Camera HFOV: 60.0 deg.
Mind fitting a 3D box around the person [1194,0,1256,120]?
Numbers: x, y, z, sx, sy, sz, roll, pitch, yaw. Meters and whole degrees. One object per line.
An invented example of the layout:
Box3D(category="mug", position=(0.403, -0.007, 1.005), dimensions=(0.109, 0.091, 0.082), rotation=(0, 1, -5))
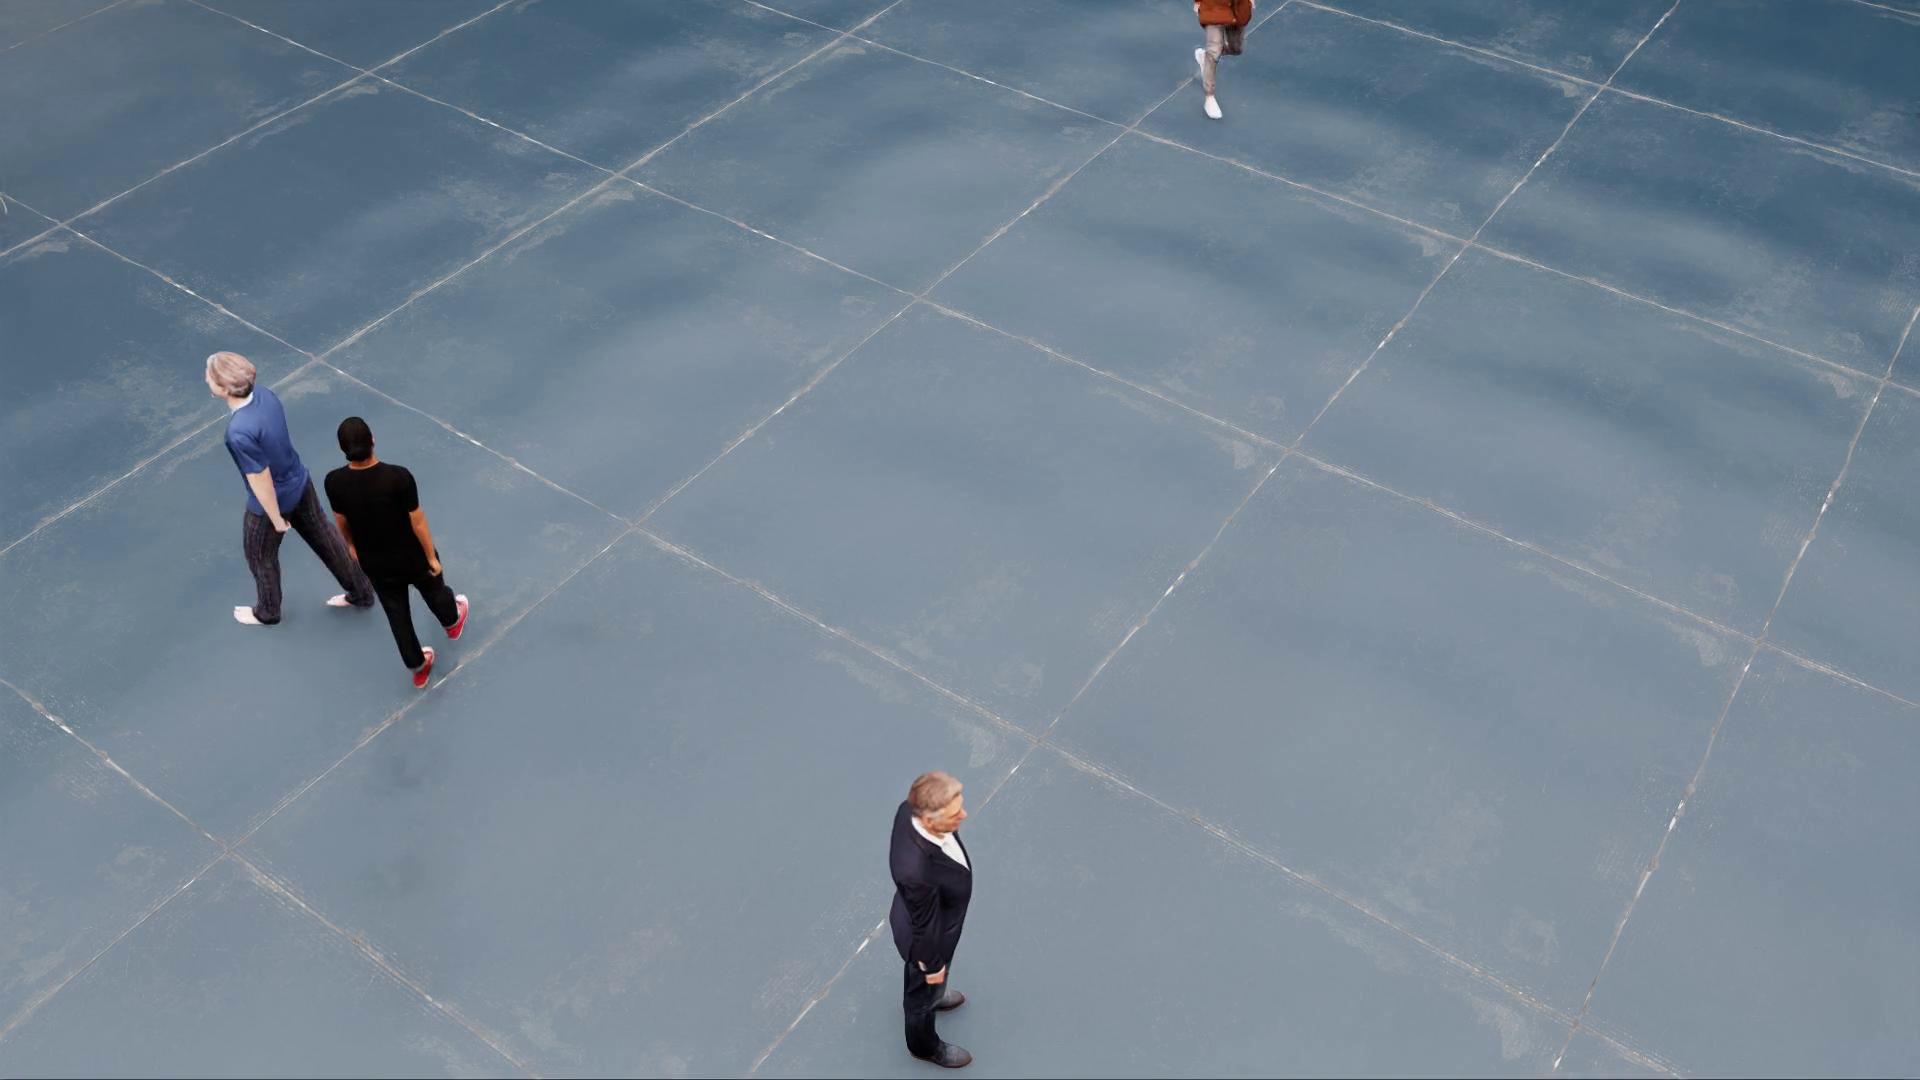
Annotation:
Box3D(category="person", position=(2.135, -4.419, 13.616), dimensions=(0.985, 1.820, 1.089), rotation=(-15, 45, -15))

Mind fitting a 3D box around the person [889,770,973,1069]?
Box3D(category="person", position=(-0.140, 1.613, 7.161), dimensions=(0.804, 1.813, 0.780), rotation=(-1, 43, -1))

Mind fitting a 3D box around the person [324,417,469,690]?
Box3D(category="person", position=(-3.006, 0.124, 8.807), dimensions=(0.958, 1.744, 0.998), rotation=(-2, 43, -2))

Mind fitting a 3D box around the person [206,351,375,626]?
Box3D(category="person", position=(-3.641, -0.248, 9.134), dimensions=(1.117, 1.840, 0.972), rotation=(4, 43, 4))
